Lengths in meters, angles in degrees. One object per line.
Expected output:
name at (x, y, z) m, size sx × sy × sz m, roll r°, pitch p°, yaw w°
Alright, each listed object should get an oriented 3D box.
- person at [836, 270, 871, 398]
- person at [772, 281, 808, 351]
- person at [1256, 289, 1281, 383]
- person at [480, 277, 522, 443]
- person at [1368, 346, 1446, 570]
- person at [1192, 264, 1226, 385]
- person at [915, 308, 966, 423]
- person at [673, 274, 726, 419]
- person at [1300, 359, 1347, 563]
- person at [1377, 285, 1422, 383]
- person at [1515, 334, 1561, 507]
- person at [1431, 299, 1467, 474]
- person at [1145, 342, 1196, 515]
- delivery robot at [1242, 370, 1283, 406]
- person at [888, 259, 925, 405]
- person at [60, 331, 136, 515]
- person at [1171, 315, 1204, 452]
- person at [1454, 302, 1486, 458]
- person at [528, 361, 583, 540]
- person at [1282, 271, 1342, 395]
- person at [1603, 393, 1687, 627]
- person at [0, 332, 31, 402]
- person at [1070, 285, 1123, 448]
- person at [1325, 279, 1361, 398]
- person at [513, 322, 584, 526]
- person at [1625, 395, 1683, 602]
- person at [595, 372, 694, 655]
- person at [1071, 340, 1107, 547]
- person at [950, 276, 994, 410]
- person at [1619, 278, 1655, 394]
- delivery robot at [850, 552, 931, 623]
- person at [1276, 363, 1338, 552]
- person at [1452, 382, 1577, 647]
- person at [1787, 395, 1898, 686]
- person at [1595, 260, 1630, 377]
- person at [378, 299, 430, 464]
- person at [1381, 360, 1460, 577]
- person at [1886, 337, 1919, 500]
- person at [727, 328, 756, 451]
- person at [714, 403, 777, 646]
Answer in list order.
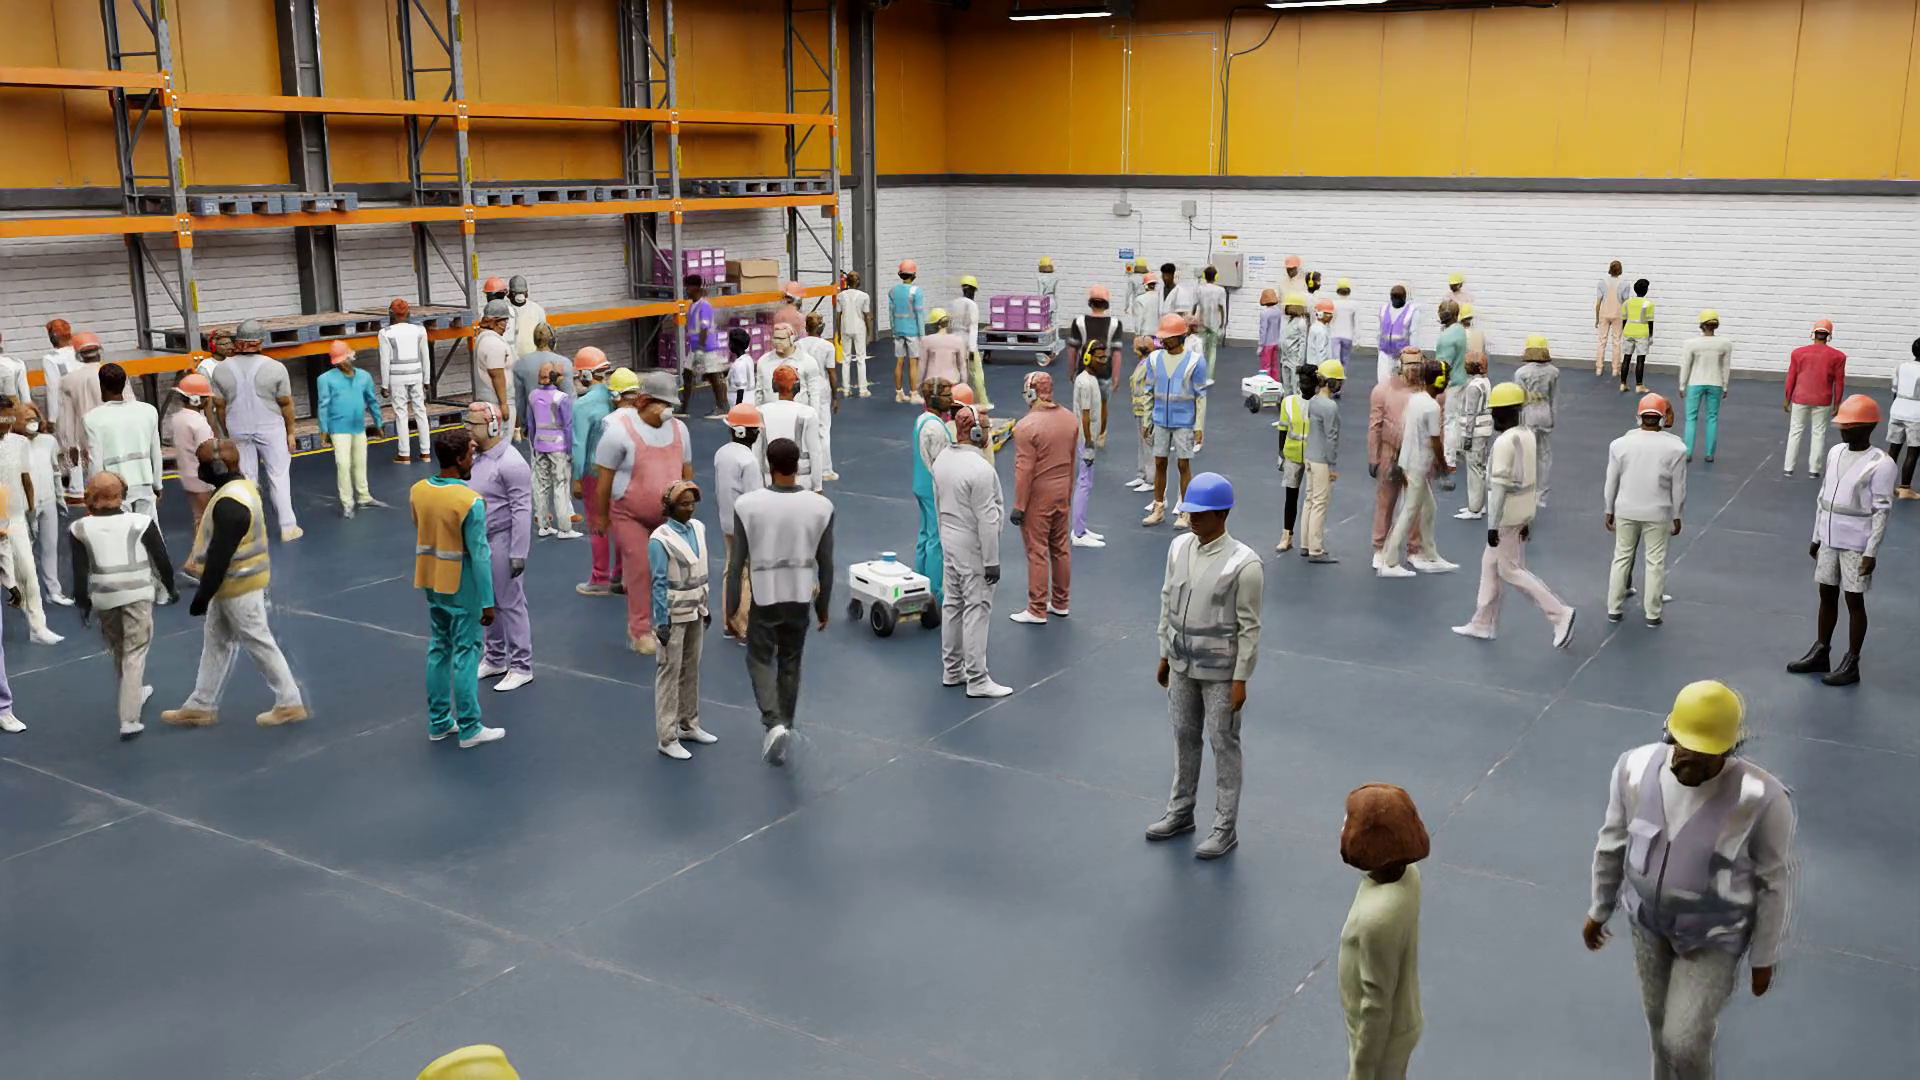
person at (-1.544, -2.989, 24.199) m, size 0.513 × 1.844 × 0.328 m, roll 3°, pitch 13°, yaw 12°
person at (-2.030, -2.159, 20.325) m, size 0.464 × 1.974 × 0.623 m, roll -10°, pitch 16°, yaw -37°
person at (4.371, -2.740, 23.584) m, size 0.265 × 1.632 × 0.507 m, roll 11°, pitch 17°, yaw 39°
person at (-5.583, -2.157, 20.157) m, size 0.378 × 2.044 × 0.607 m, roll 6°, pitch 14°, yaw 23°
person at (3.781, -0.692, 14.105) m, size 0.645 × 1.908 × 0.408 m, roll 0°, pitch 13°, yaw 1°
person at (3.804, -3.272, 25.413) m, size 0.516 × 1.856 × 0.551 m, roll 5°, pitch 14°, yaw 20°
person at (-0.220, -1.808, 19.280) m, size 0.593 × 1.752 × 0.422 m, roll -4°, pitch 13°, yaw -15°
person at (-3.542, -2.549, 22.115) m, size 0.897 × 1.928 × 0.634 m, roll -8°, pitch 15°, yaw -32°
person at (3.148, -0.678, 14.374) m, size 0.338 × 1.761 × 0.525 m, roll -2°, pitch 13°, yaw -7°
person at (5.890, -2.541, 22.383) m, size 0.618 × 1.798 × 0.967 m, roll 9°, pitch 16°, yaw 35°
person at (5.717, -1.178, 16.617) m, size 0.522 × 1.739 × 0.340 m, roll -3°, pitch 13°, yaw -11°
person at (5.393, -1.697, 18.420) m, size 0.399 × 1.928 × 0.634 m, roll 6°, pitch 14°, yaw 24°
person at (2.086, -1.183, 16.325) m, size 0.536 × 1.863 × 0.314 m, roll 9°, pitch 16°, yaw 34°
delivery robot at (4.172, -2.103, 22.976) m, size 0.477 × 0.478 × 0.707 m, roll -3°, pitch 13°, yaw -13°
person at (-0.728, -2.938, 23.537) m, size 0.607 × 2.048 × 0.367 m, roll 10°, pitch 16°, yaw 36°
person at (-7.720, -0.898, 14.923) m, size 0.633 × 1.945 × 0.999 m, roll 1°, pitch 13°, yaw 6°
person at (2.727, -1.854, 19.756) m, size 0.391 × 1.628 × 0.523 m, roll -5°, pitch 14°, yaw -20°
person at (5.801, -1.847, 19.303) m, size 0.613 × 1.815 × 0.422 m, roll -9°, pitch 16°, yaw -33°
person at (-3.726, -0.819, 15.238) m, size 0.520 × 1.638 × 0.314 m, roll 8°, pitch 15°, yaw 31°
person at (5.131, -2.967, 24.143) m, size 0.928 × 1.830 × 0.512 m, roll 6°, pitch 14°, yaw 26°
person at (5.115, -0.226, 12.441) m, size 0.568 × 1.743 × 0.350 m, roll 8°, pitch 15°, yaw 32°
person at (-9.156, -1.088, 15.868) m, size 0.346 × 1.884 × 0.584 m, roll 9°, pitch 16°, yaw 35°
person at (1.600, -1.997, 19.590) m, size 0.610 × 1.993 × 1.052 m, roll 1°, pitch 13°, yaw 3°
person at (5.574, -2.956, 24.337) m, size 0.535 × 1.719 × 0.933 m, roll 1°, pitch 13°, yaw 3°
person at (-3.894, -1.084, 15.729) m, size 0.627 × 1.940 × 0.376 m, roll 4°, pitch 14°, yaw 17°
person at (5.432, -0.323, 13.092) m, size 0.275 × 1.636 × 0.507 m, roll -10°, pitch 16°, yaw -37°
person at (-2.201, -0.231, 11.806) m, size 0.765 × 2.000 × 0.702 m, roll 11°, pitch 17°, yaw 40°
person at (1.165, -0.872, 14.980) m, size 0.311 × 1.862 × 0.532 m, roll 1°, pitch 13°, yaw 3°
person at (0.036, -2.688, 22.852) m, size 0.836 × 1.871 × 0.586 m, roll -11°, pitch 17°, yaw -39°
person at (10.048, -3.022, 24.669) m, size 0.318 × 1.697 × 0.534 m, roll -9°, pitch 16°, yaw -34°
delivery robot at (-0.524, 0.333, 12.411) m, size 0.477 × 0.478 × 0.707 m, roll -8°, pitch 15°, yaw -33°
person at (3.050, -0.715, 14.668) m, size 0.536 × 1.694 × 0.318 m, roll 6°, pitch 14°, yaw 23°
person at (4.026, -0.170, 11.901) m, size 0.817 × 1.885 × 0.629 m, roll 9°, pitch 16°, yaw 35°
person at (5.867, 0.000, 11.030) m, size 0.361 × 1.939 × 0.543 m, roll -4°, pitch 14°, yaw -16°
person at (10.391, -3.524, 26.519) m, size 0.505 × 1.846 × 0.346 m, roll 7°, pitch 15°, yaw 28°
person at (-6.326, -1.805, 18.981) m, size 0.579 × 1.882 × 0.342 m, roll -11°, pitch 17°, yaw -40°
person at (3.897, -0.578, 13.784) m, size 0.798 × 1.832 × 0.526 m, roll 0°, pitch 13°, yaw -2°
person at (9.716, -1.243, 16.978) m, size 0.320 × 1.687 × 0.538 m, roll -4°, pitch 13°, yaw -15°
person at (-2.306, -1.394, 17.602) m, size 0.318 × 1.698 × 0.534 m, roll 0°, pitch 13°, yaw 1°
person at (-1.543, -0.117, 11.944) m, size 0.328 × 1.747 × 0.574 m, roll -8°, pitch 15°, yaw -32°
